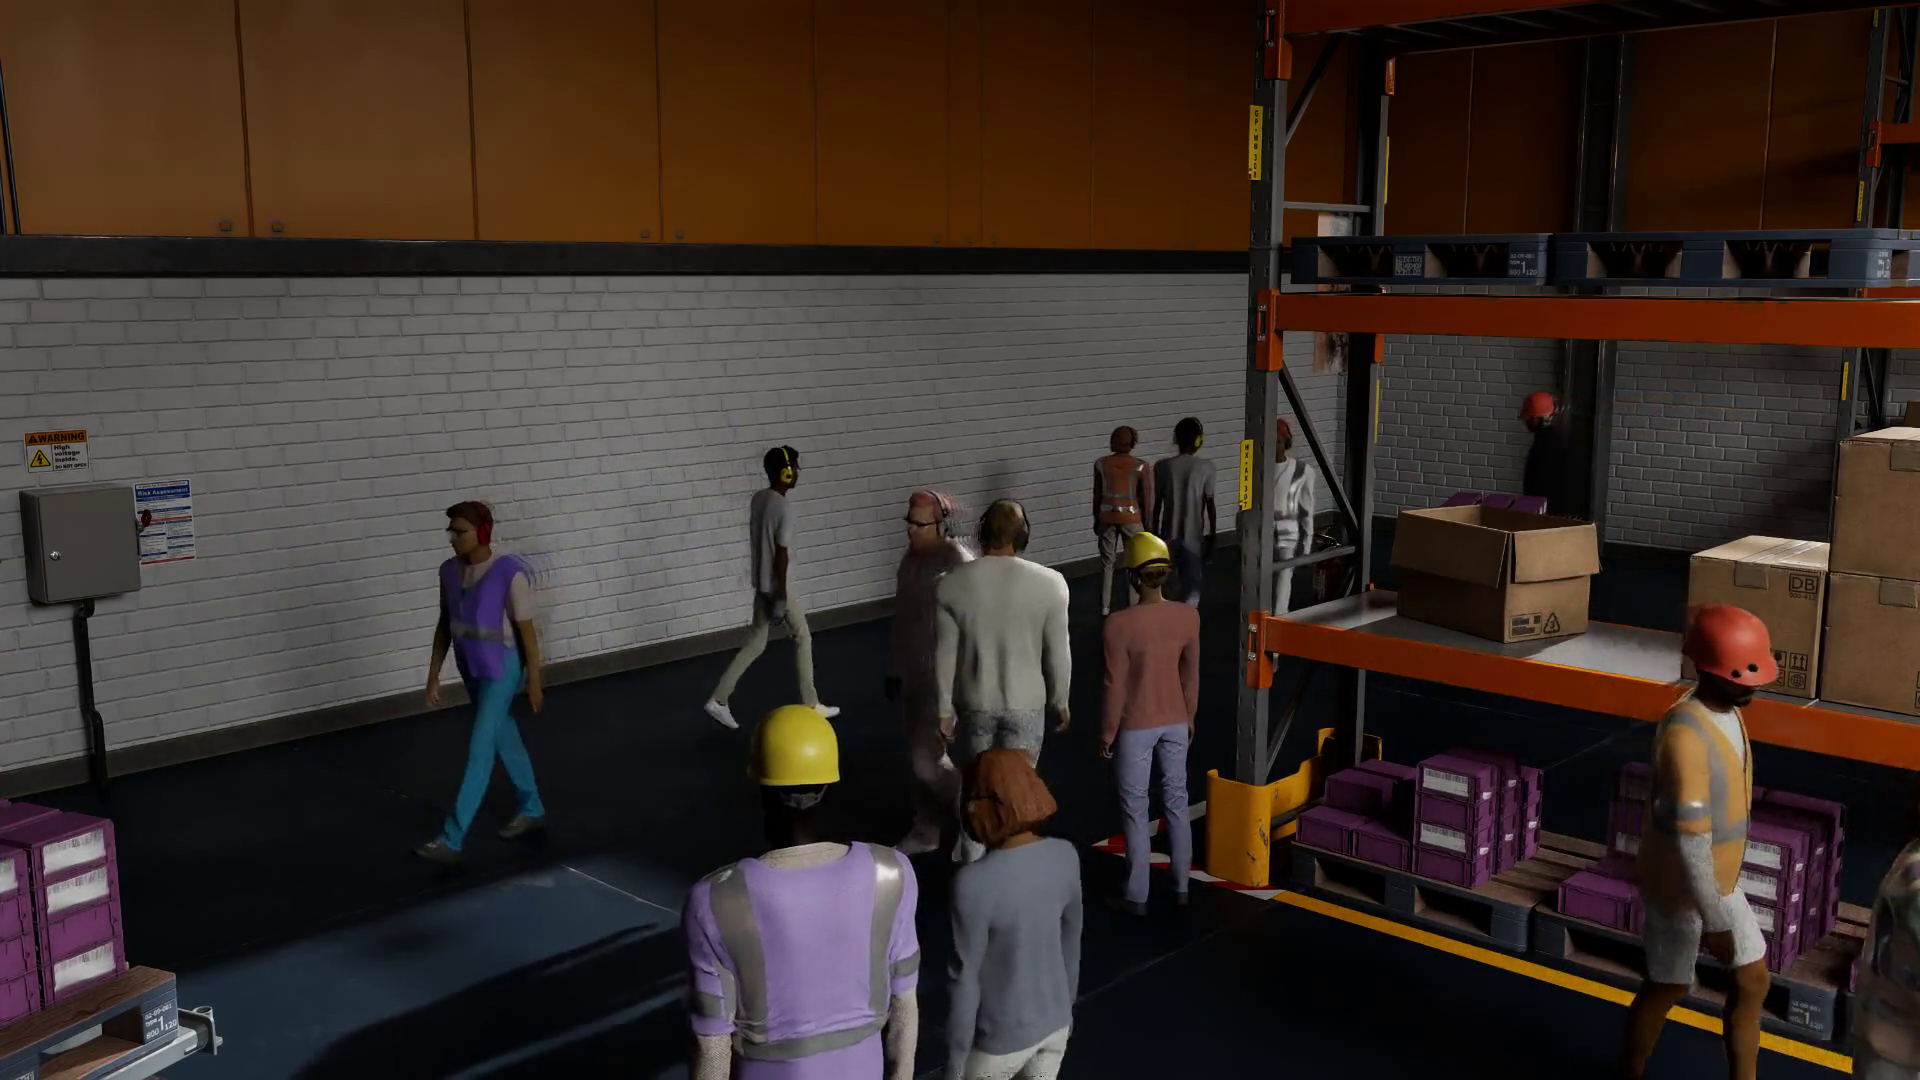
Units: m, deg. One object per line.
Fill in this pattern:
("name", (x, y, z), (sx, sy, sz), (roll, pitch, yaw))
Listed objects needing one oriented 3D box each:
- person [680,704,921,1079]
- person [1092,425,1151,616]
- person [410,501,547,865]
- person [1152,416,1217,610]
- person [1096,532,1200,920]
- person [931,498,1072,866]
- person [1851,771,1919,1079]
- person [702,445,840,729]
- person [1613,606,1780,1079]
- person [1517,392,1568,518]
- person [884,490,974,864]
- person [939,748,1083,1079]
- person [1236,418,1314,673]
("person", (-0.385, 1.344, 4.017), (0.590, 1.926, 0.388), (-4, 10, -25))
("person", (1.360, -0.149, 14.067), (0.515, 1.638, 0.310), (4, 10, 23))
("person", (-2.445, 0.704, 8.351), (0.585, 1.790, 0.963), (7, 11, 36))
("person", (1.673, -0.004, 12.558), (0.523, 1.847, 0.649), (4, 10, 21))
("person", (0.851, 0.841, 7.602), (0.533, 1.765, 0.329), (-5, 11, -28))
("person", (0.197, 0.759, 7.669), (0.624, 1.912, 0.446), (2, 9, 12))
("person", (2.749, 1.412, 4.574), (0.770, 1.607, 0.516), (7, 12, 38))
("person", (-1.240, 0.311, 10.680), (0.912, 1.827, 0.509), (-7, 12, -38))
("person", (2.495, 1.135, 5.402), (0.812, 1.892, 0.578), (8, 12, 39))
("person", (4.739, -0.261, 13.825), (1.003, 1.925, 0.687), (7, 11, 36))
("person", (-0.140, 0.680, 8.220), (0.412, 1.893, 0.680), (-4, 10, -25))
("person", (0.149, 1.384, 4.689), (0.539, 1.617, 0.379), (-9, 13, -43))
("person", (2.317, 0.030, 12.248), (0.588, 1.867, 0.529), (4, 10, 24))
